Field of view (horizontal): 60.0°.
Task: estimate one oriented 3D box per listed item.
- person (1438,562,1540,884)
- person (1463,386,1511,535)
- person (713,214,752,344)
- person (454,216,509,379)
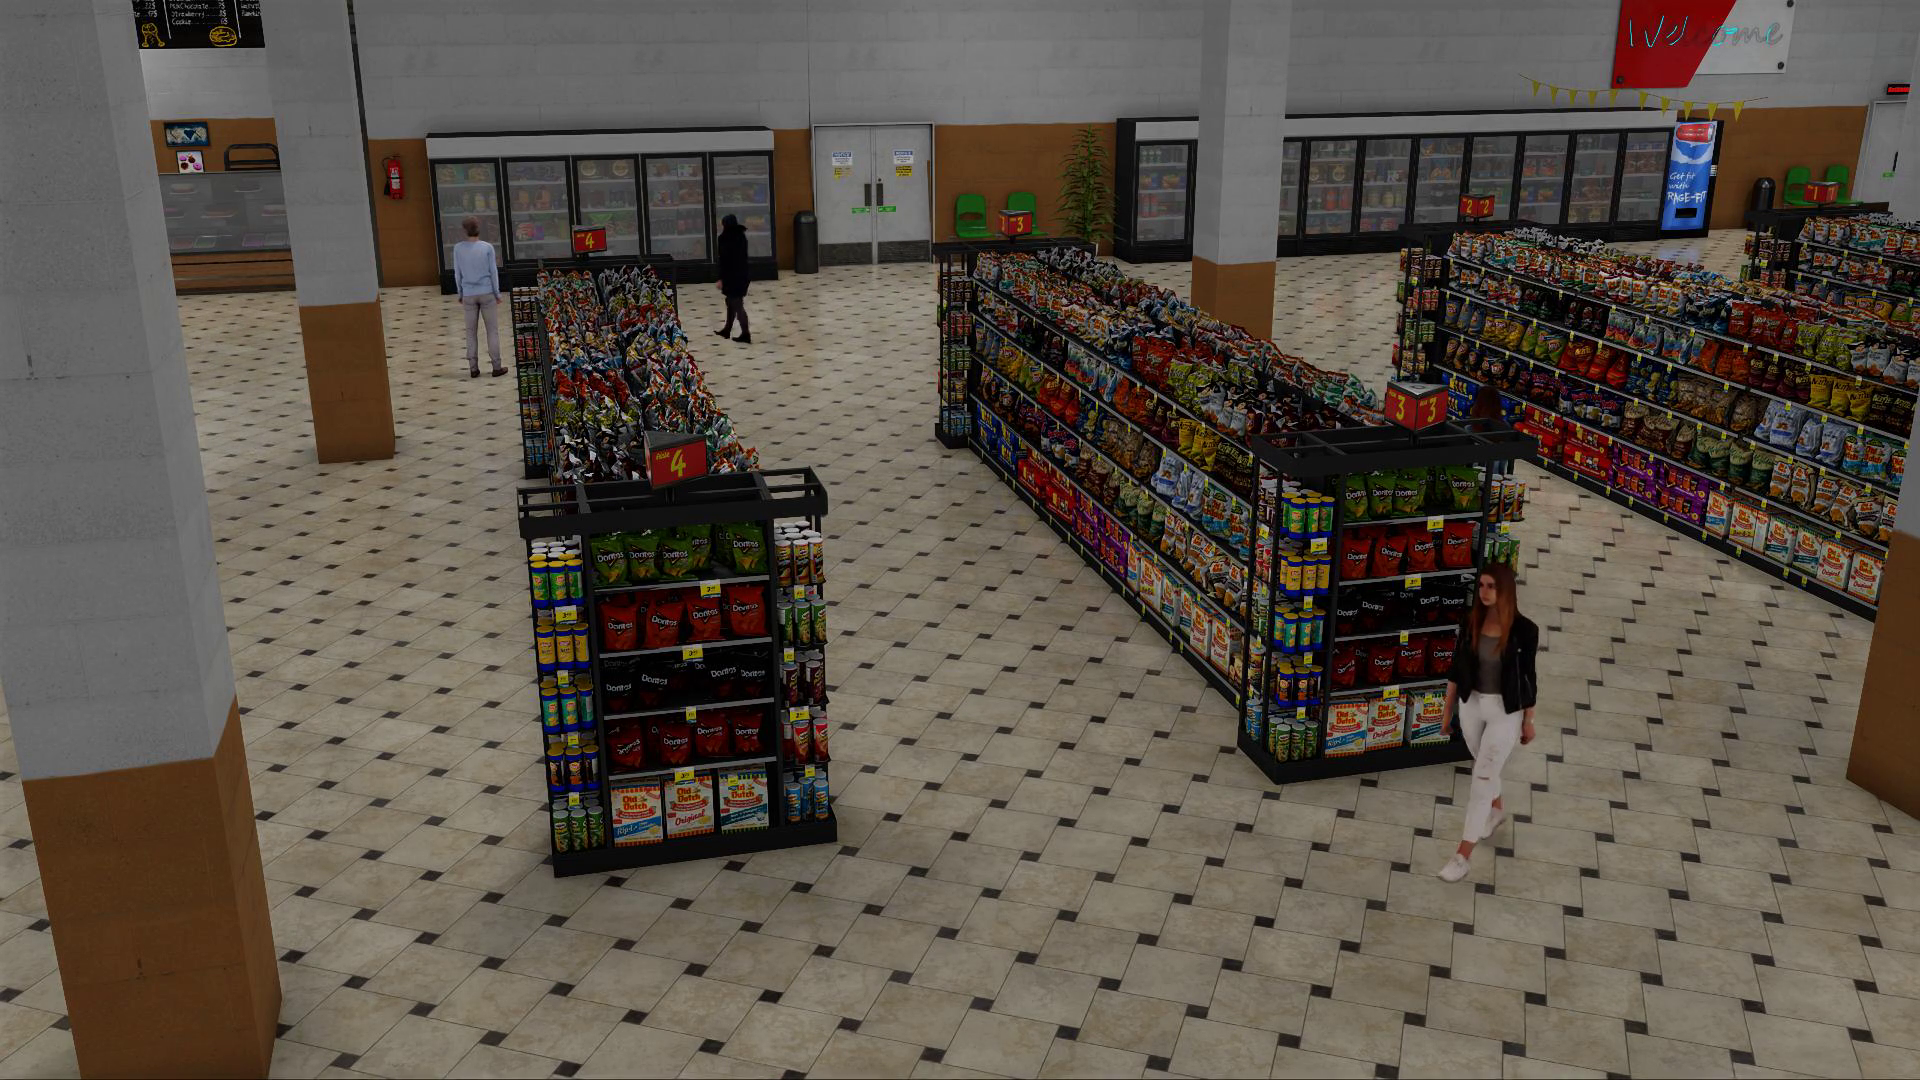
[{"bbox_3d":[2.818,0.913,8.773,1.151,1.655,1.055,17,25,41],"label":"person"},{"bbox_3d":[4.145,-0.494,13.230,0.564,1.474,0.496,-3,19,-10],"label":"person"},{"bbox_3d":[-2.835,-3.356,21.431,0.972,1.657,0.934,7,20,19],"label":"person"},{"bbox_3d":[-5.684,-2.875,19.635,0.711,1.893,0.638,-1,19,-4],"label":"person"}]
